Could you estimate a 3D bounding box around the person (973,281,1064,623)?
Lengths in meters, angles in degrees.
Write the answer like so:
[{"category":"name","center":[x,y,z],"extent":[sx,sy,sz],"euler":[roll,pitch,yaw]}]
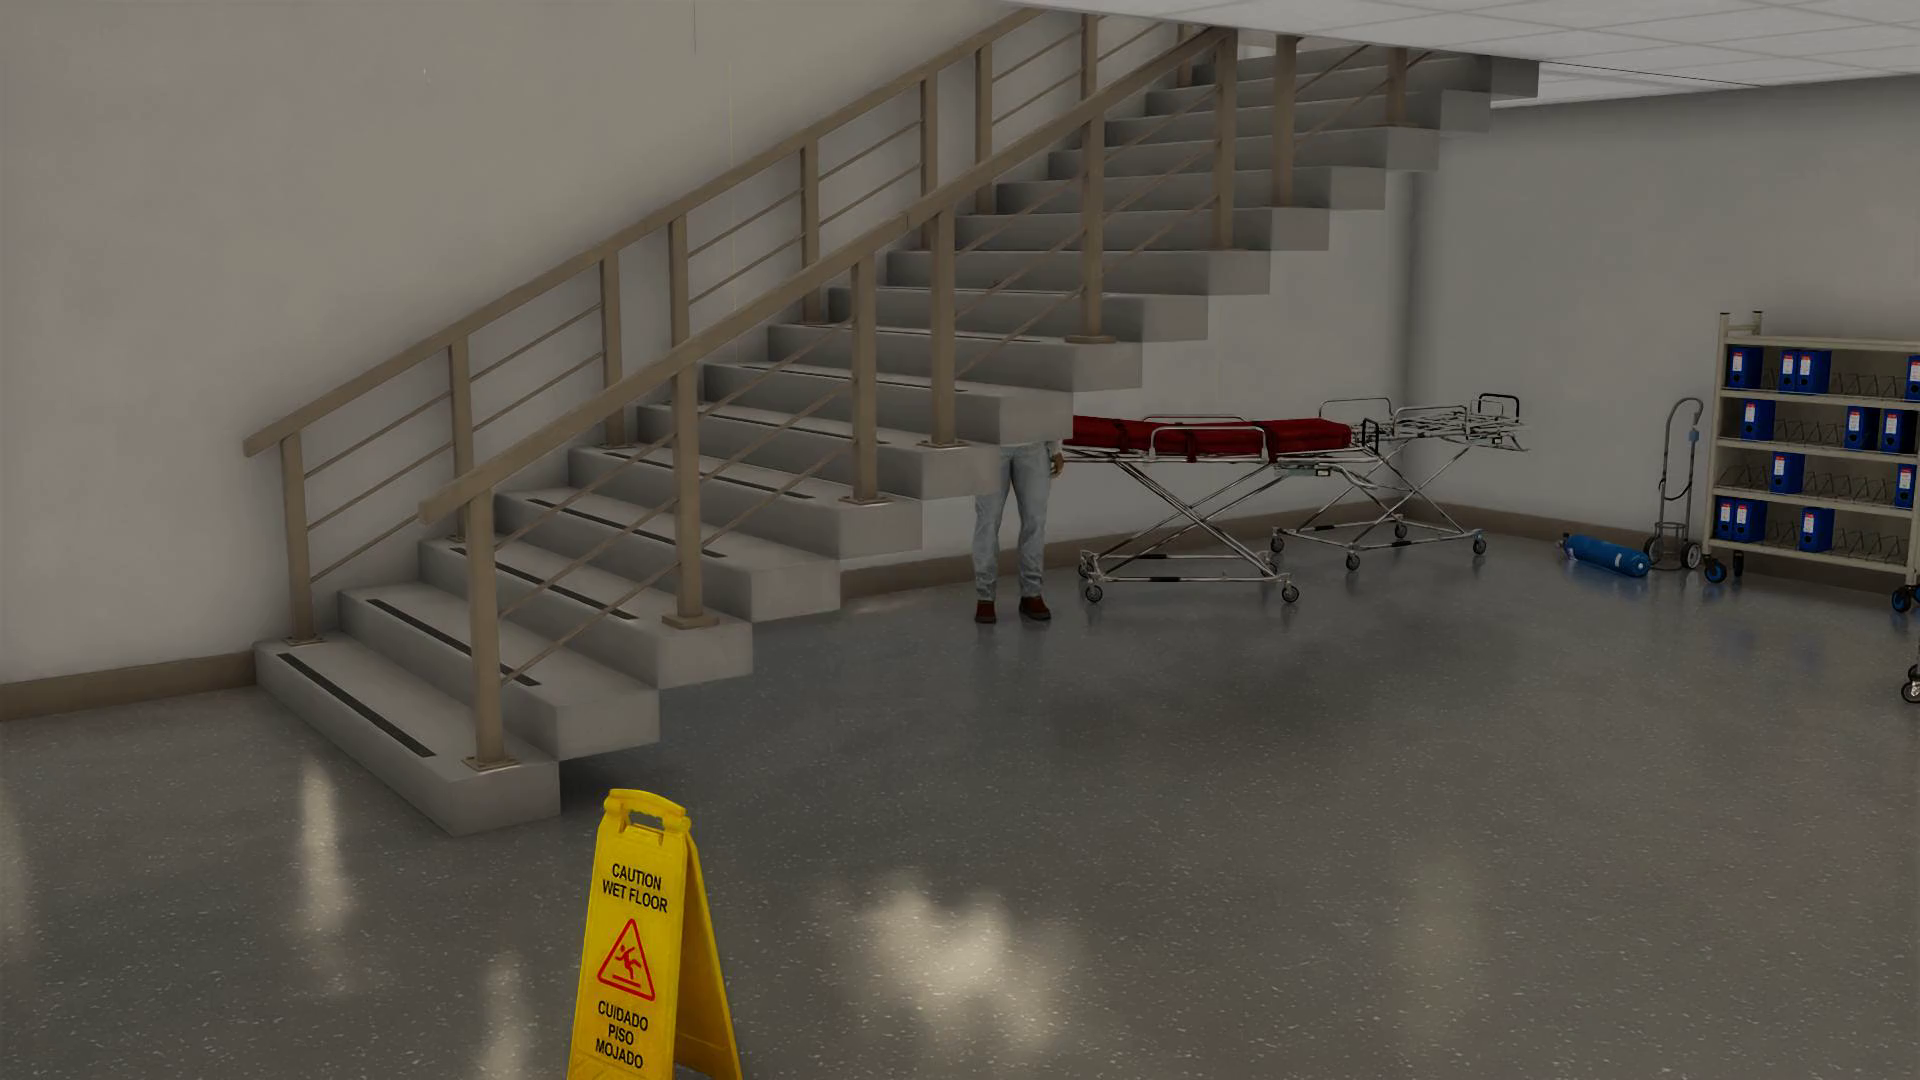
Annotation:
[{"category":"person","center":[0.259,-0.503,9.066],"extent":[0.642,1.929,0.387],"euler":[-2,10,-12]}]
